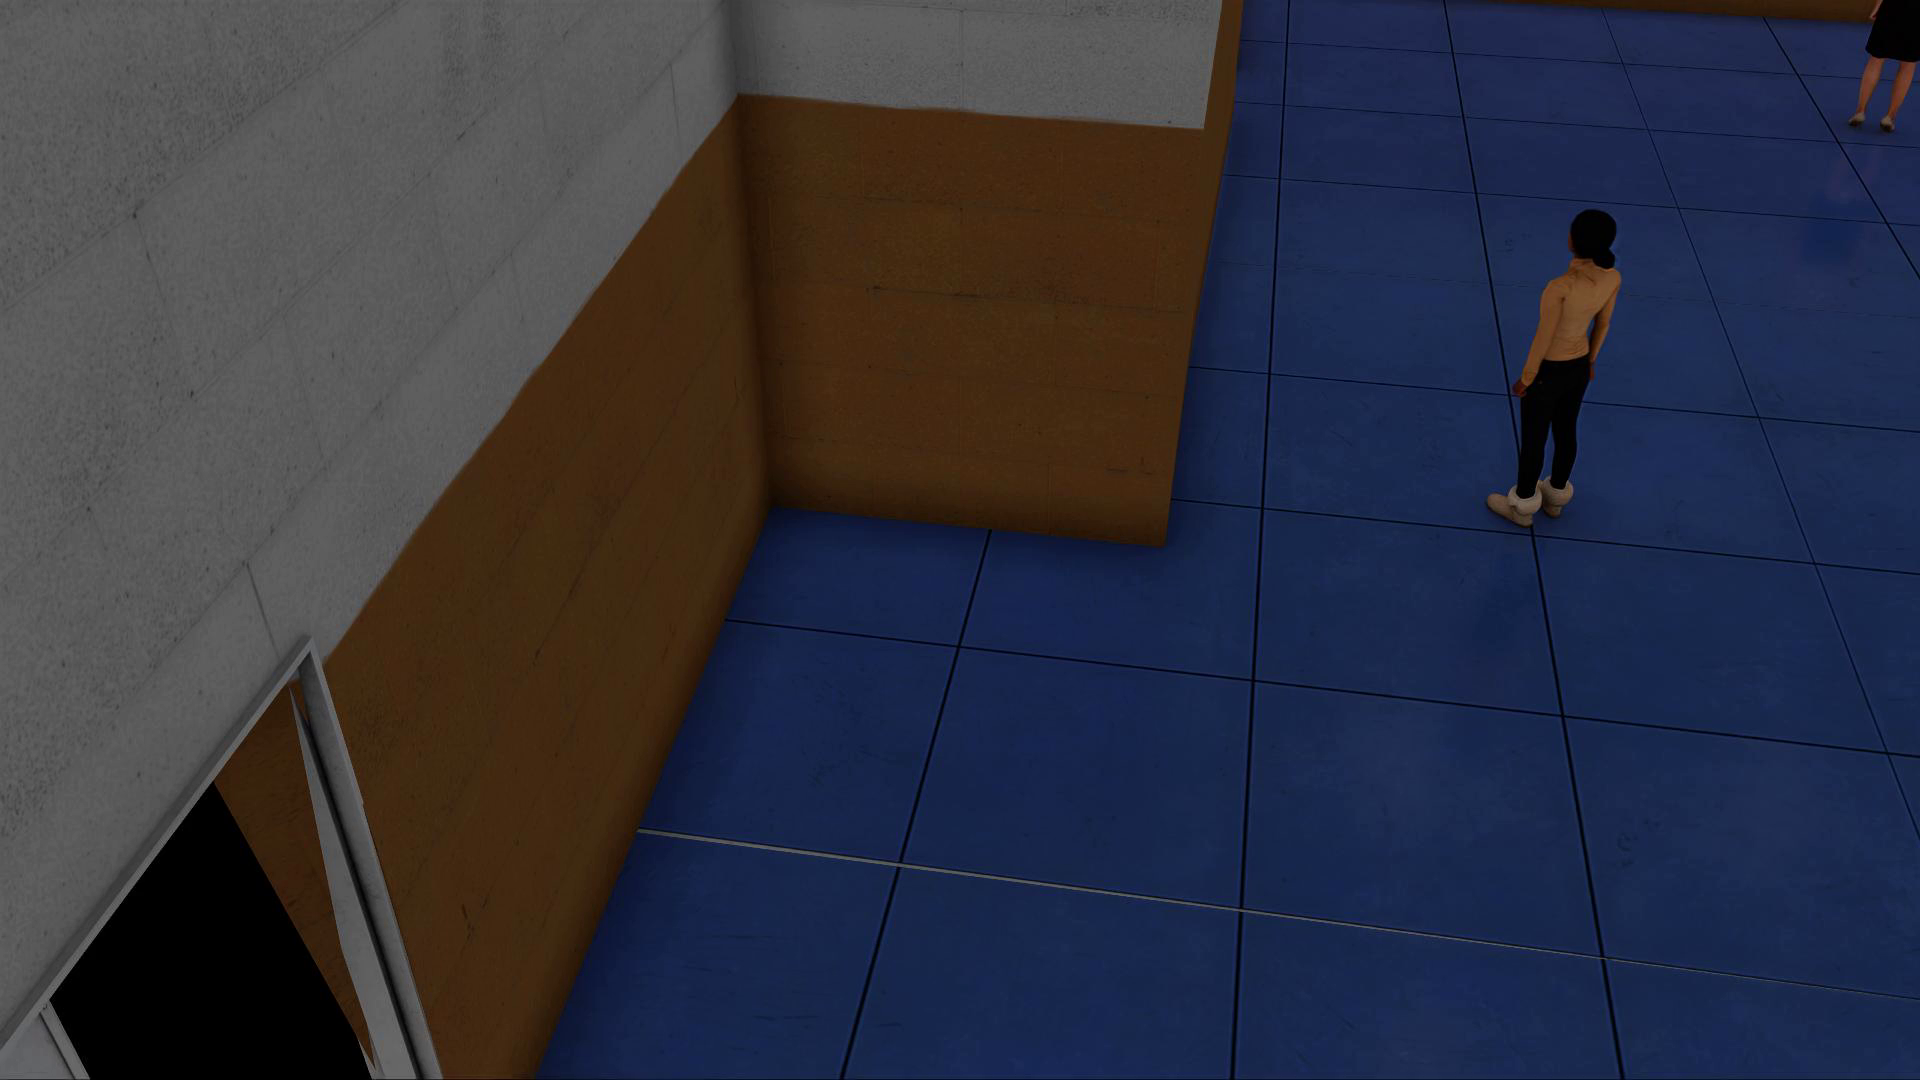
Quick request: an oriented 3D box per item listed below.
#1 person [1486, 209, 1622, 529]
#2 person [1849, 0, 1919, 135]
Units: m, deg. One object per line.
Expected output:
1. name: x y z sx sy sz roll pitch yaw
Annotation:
1. person: 2.870 -0.812 7.951 0.645 1.659 0.748 -13 39 -17
2. person: 6.717 -3.741 11.772 0.588 1.756 0.753 19 41 23
